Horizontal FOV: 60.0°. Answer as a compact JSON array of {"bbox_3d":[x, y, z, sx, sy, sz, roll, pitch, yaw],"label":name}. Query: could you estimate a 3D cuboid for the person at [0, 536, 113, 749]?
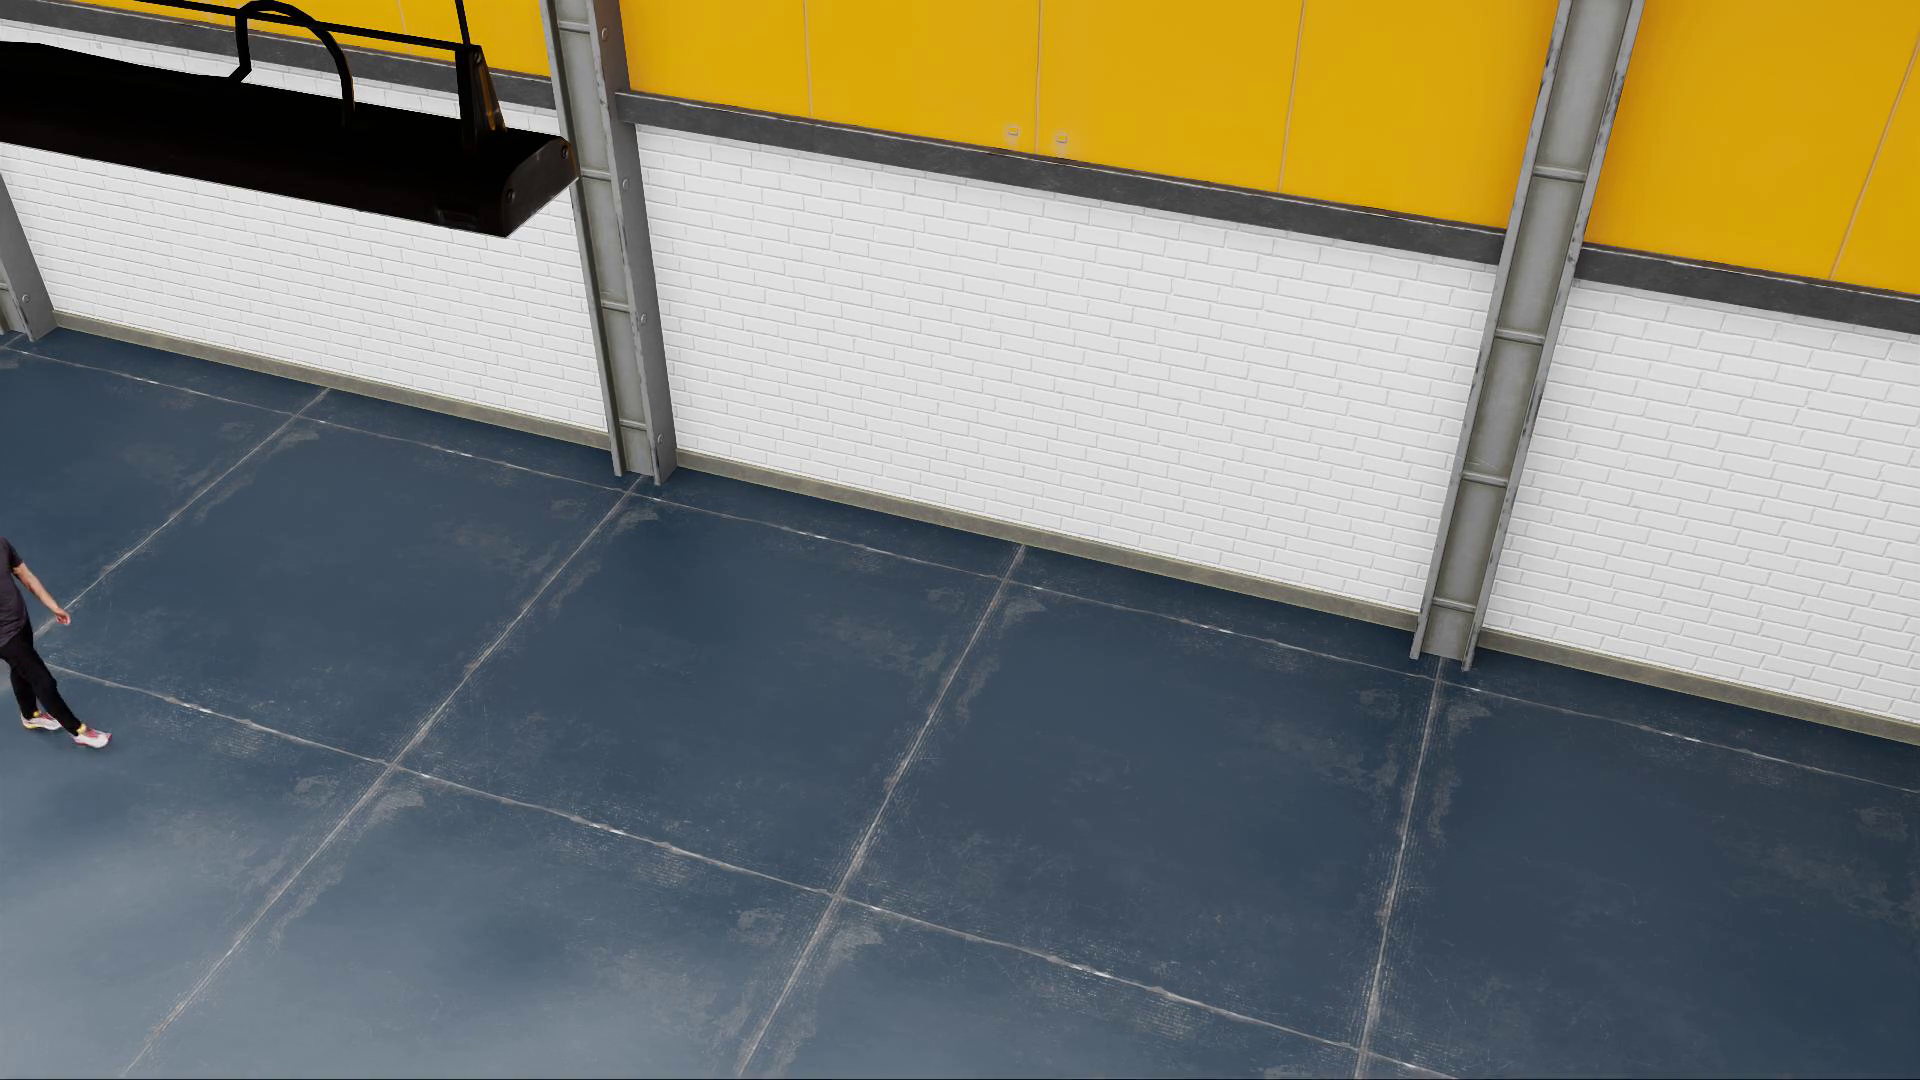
[{"bbox_3d":[-5.805,0.524,10.019,0.990,1.742,0.796,2,39,2],"label":"person"}]
